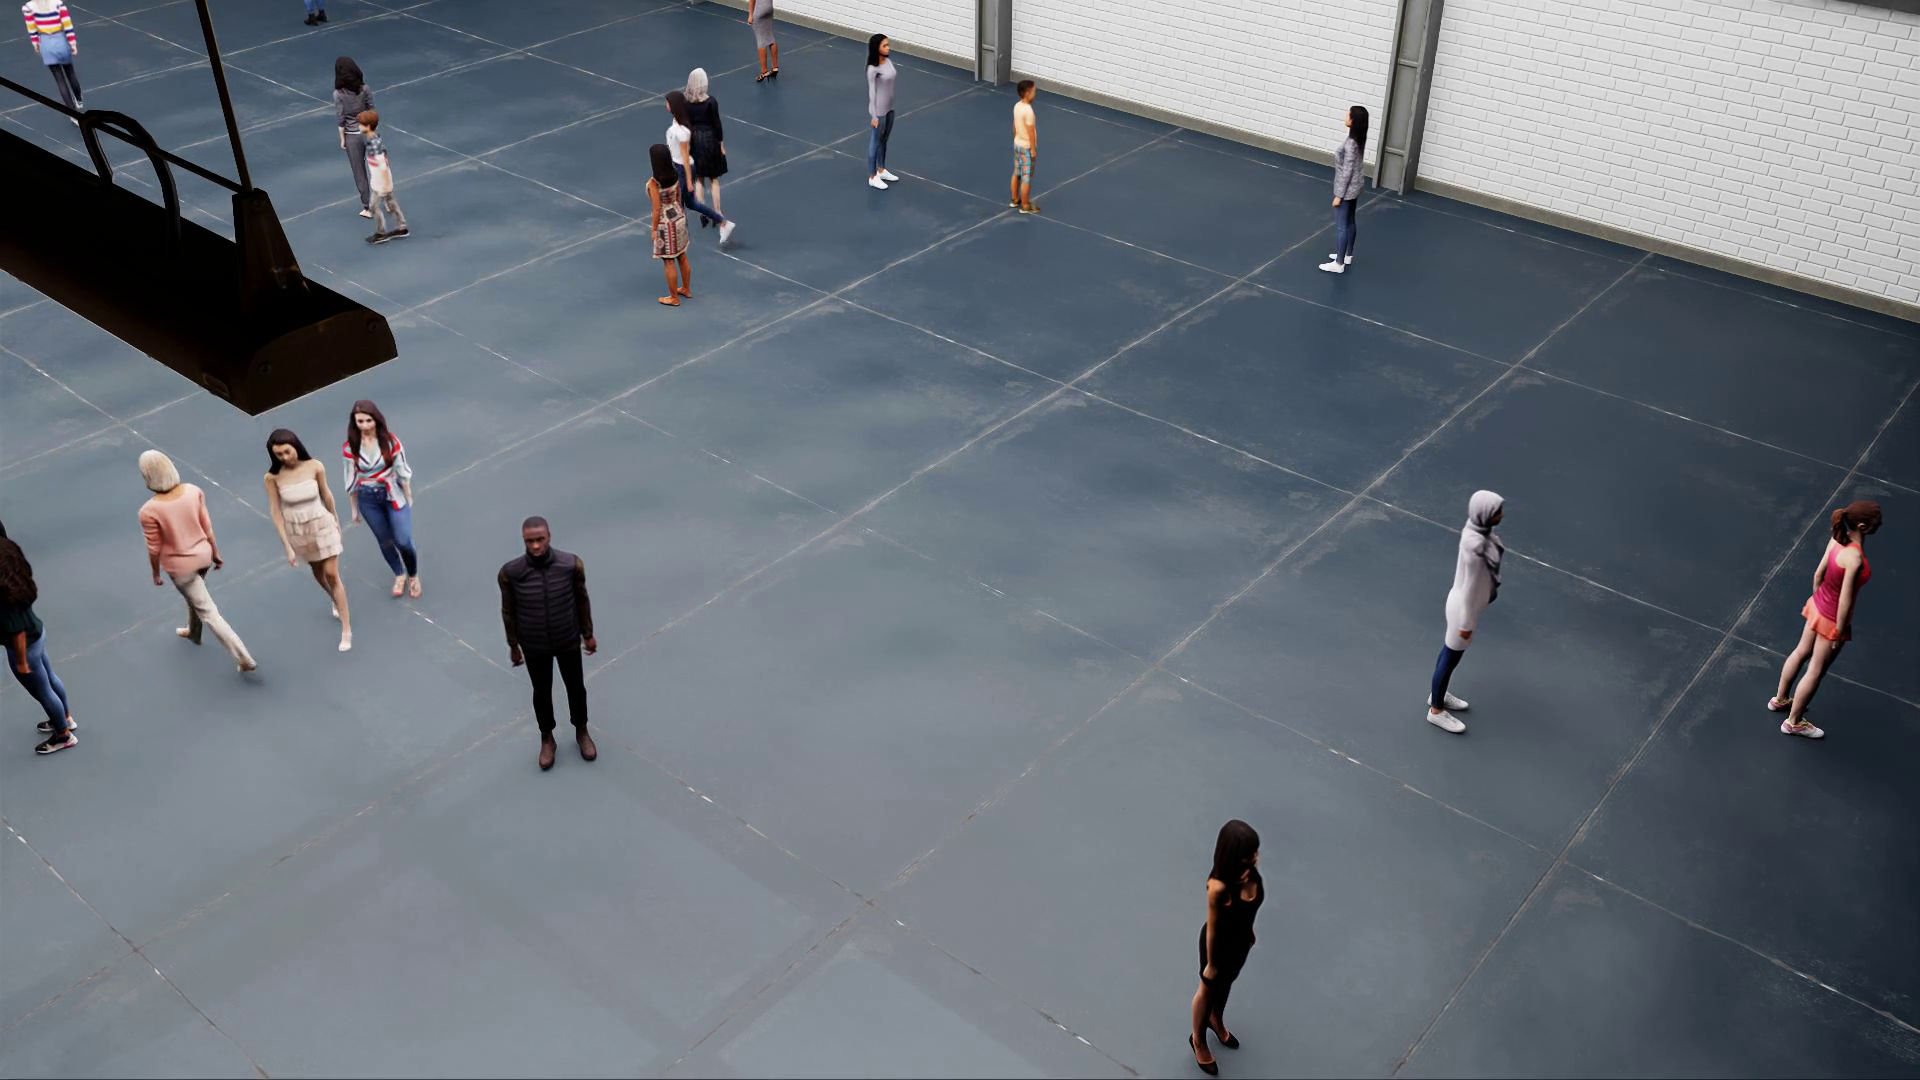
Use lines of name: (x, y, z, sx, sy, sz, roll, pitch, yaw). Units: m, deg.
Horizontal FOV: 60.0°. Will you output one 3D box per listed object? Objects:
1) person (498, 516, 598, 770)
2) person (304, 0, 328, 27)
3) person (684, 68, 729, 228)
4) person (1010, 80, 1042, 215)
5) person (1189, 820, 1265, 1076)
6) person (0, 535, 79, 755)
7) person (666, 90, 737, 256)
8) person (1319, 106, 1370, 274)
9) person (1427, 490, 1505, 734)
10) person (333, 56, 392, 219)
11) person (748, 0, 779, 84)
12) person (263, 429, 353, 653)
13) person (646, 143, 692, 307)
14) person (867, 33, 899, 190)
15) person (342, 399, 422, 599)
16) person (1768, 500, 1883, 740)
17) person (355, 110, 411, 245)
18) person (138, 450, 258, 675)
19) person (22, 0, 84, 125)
person: (-2.593, 0.630, 10.565, 0.782, 1.835, 0.791, -9, 35, -13)
person: (-9.590, -8.385, 24.313, 0.624, 1.630, 0.657, 12, 36, 18)
person: (-2.753, -4.235, 17.964, 0.643, 1.746, 0.753, 8, 34, 12)
person: (0.714, -4.365, 18.418, 0.651, 1.460, 0.524, -16, 37, -23)
person: (1.364, 2.070, 8.567, 0.466, 1.649, 0.566, 26, 41, 33)
person: (-6.033, 0.654, 10.726, 0.766, 1.617, 0.681, -11, 35, -17)
person: (-2.771, -3.808, 17.317, 1.042, 1.752, 1.047, -7, 34, -10)
person: (3.977, -3.602, 17.024, 0.565, 1.733, 0.638, 19, 38, 26)
person: (3.304, 0.445, 10.898, 0.625, 1.775, 0.668, 14, 36, 20)
person: (-6.566, -4.413, 18.216, 0.642, 1.764, 0.582, -23, 40, -31)
person: (-2.627, -6.993, 22.083, 0.517, 1.781, 0.580, 24, 41, 32)
person: (-4.598, -0.071, 11.750, 0.878, 1.692, 1.110, -15, 36, -21)
person: (-2.866, -3.111, 16.365, 0.590, 1.645, 0.688, 18, 37, 25)
person: (-0.907, -4.915, 18.998, 0.605, 1.735, 0.659, 15, 36, 21)
person: (-4.242, -0.340, 12.233, 0.696, 1.605, 0.749, -3, 34, -5)
person: (5.668, 0.490, 10.850, 0.705, 1.752, 0.662, 2, 34, 3)
person: (-6.099, -3.874, 17.713, 0.760, 1.424, 0.731, -12, 35, -17)
person: (-5.213, 0.191, 11.365, 1.194, 1.680, 0.683, 20, 39, 28)
person: (-11.261, -6.074, 20.711, 0.878, 1.769, 1.141, -19, 38, -26)
